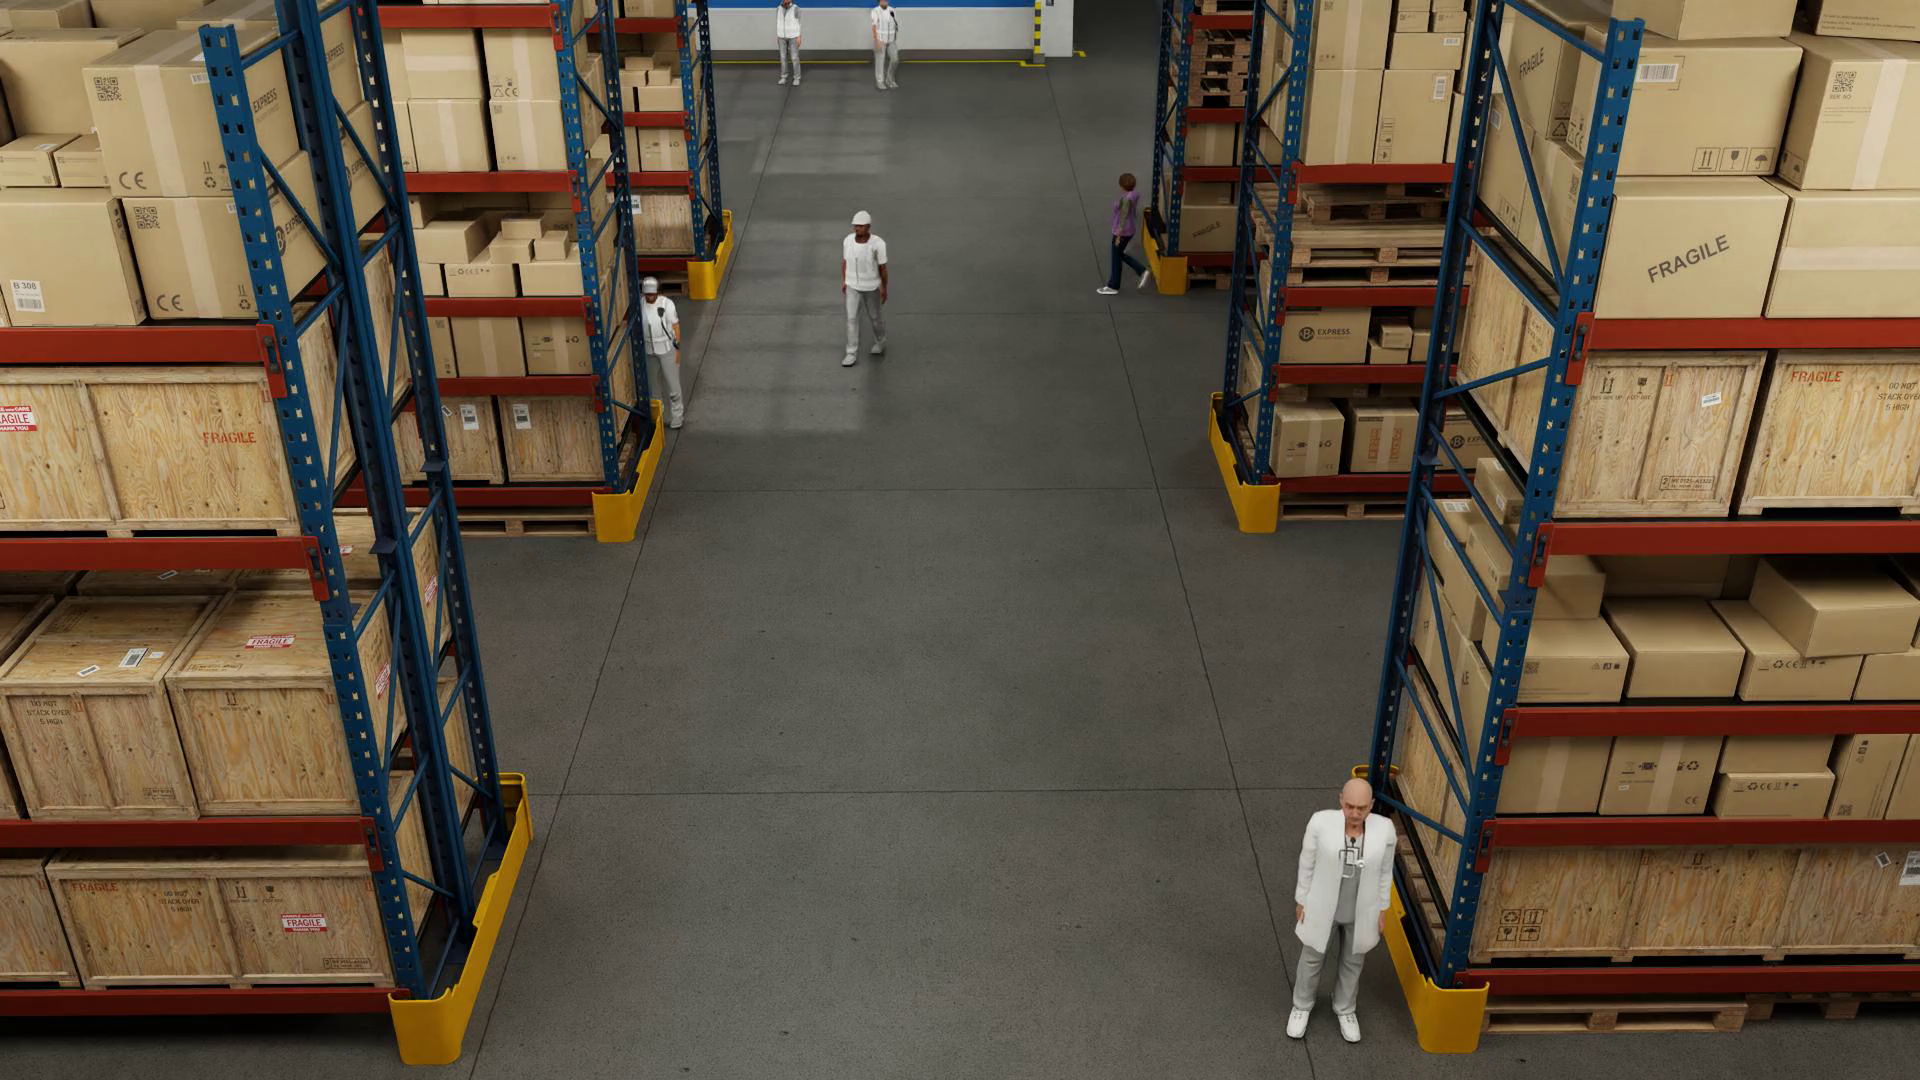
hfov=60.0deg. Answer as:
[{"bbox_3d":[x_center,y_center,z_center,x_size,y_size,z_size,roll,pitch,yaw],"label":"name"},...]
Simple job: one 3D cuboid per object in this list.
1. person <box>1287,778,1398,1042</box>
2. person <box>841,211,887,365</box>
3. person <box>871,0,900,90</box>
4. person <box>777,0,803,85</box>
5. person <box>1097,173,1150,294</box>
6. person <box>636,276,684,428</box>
[{"bbox_3d":[2.262,2.184,9.823,0.551,1.782,0.379,3,28,5],"label":"person"},{"bbox_3d":[-1.145,-2.948,19.397,0.590,1.760,0.794,10,30,17],"label":"person"},{"bbox_3d":[-1.409,-9.428,31.416,0.545,1.793,0.451,-15,32,-25],"label":"person"},{"bbox_3d":[-3.281,-9.628,31.807,0.532,1.775,0.376,9,29,16],"label":"person"},{"bbox_3d":[2.136,-3.940,21.406,0.631,1.593,0.431,12,30,21],"label":"person"},{"bbox_3d":[-3.218,-2.017,17.726,0.494,1.672,0.390,4,29,8],"label":"person"}]
